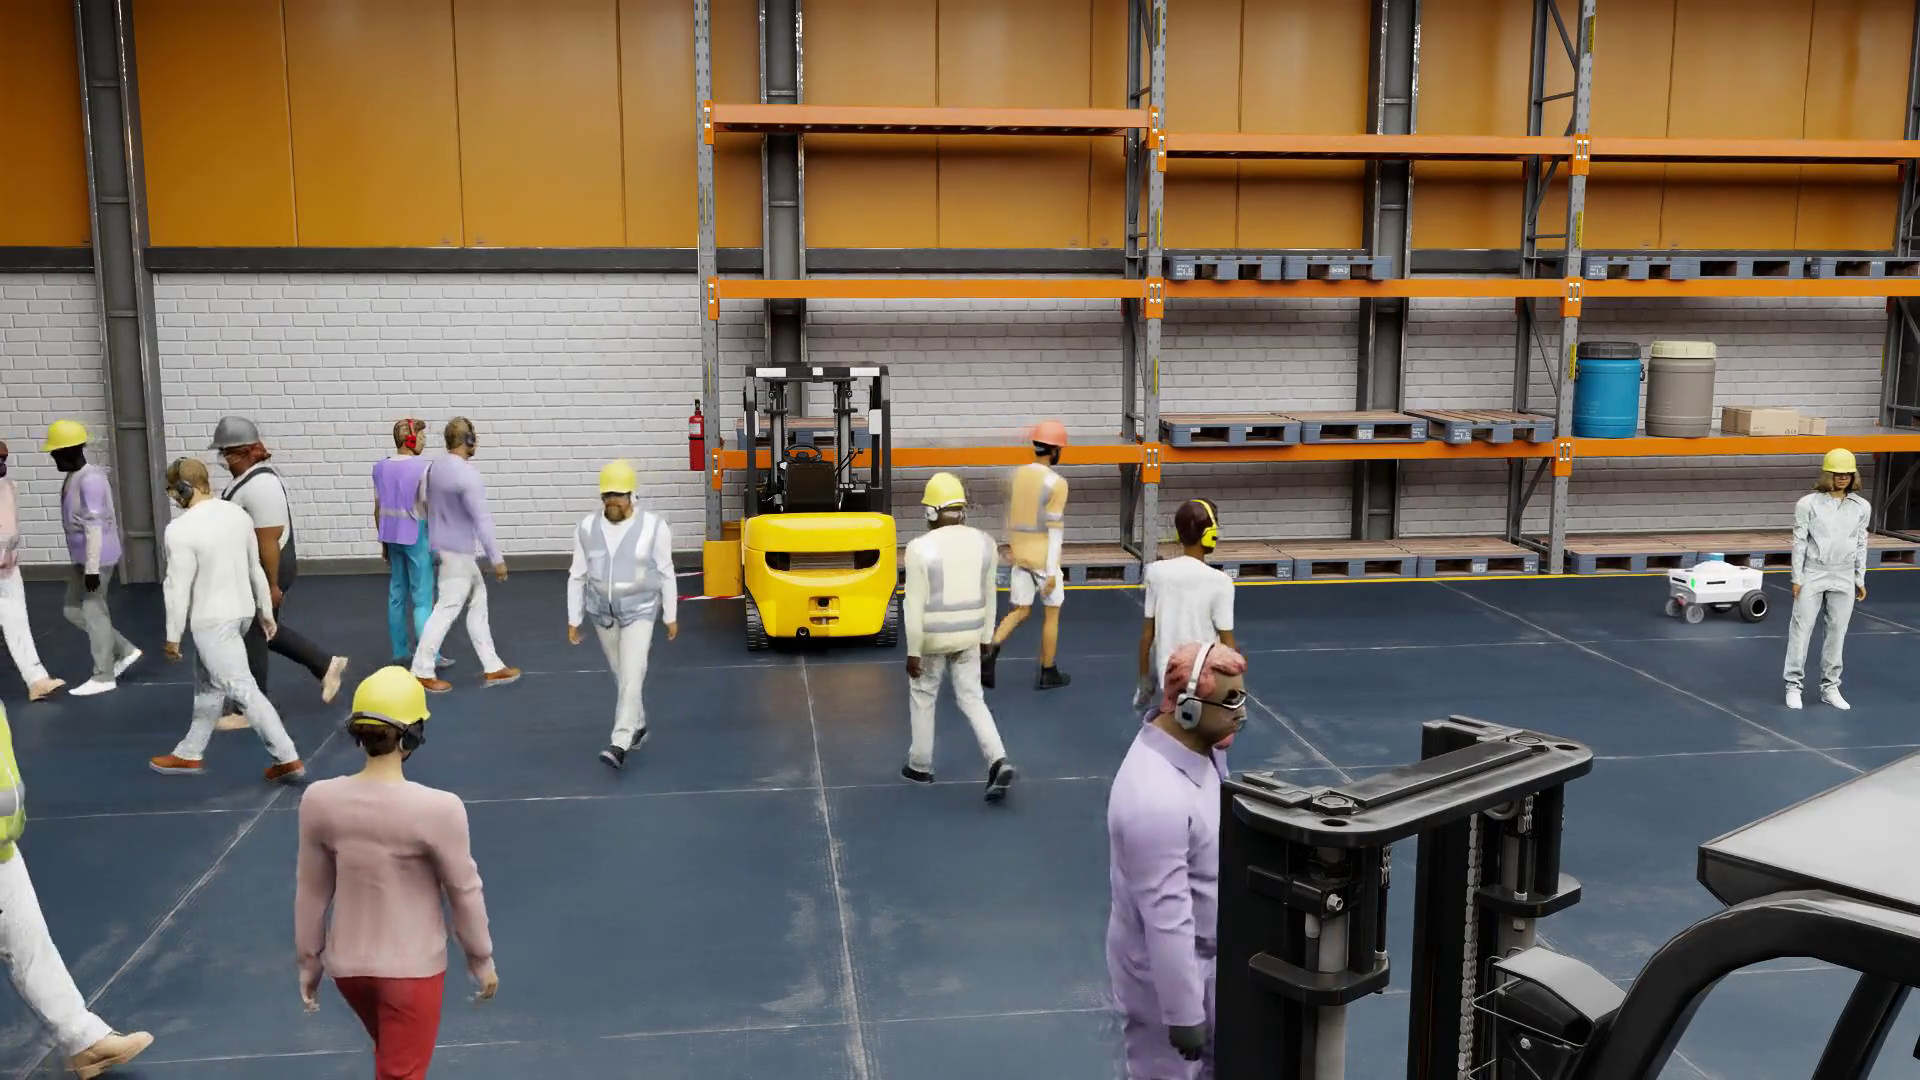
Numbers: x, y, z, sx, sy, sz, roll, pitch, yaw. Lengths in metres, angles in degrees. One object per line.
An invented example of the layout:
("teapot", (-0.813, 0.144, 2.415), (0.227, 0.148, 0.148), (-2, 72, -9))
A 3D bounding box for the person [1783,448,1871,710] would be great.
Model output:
("person", (5.754, 0.261, 11.014), (0.483, 1.745, 0.299), (1, 9, 5))

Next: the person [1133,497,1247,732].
("person", (1.089, 0.706, 8.007), (0.979, 1.828, 0.549), (-9, 13, -44))

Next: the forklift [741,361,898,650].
("forklift", (-1.154, -0.340, 13.365), (1.214, 2.155, 2.313), (-1, 9, -7))

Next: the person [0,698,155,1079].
("person", (-3.388, 1.083, 5.725), (0.975, 1.789, 0.643), (-1, 9, -5))

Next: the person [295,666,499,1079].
("person", (-1.637, 1.228, 4.947), (0.545, 1.741, 0.642), (3, 9, 16))

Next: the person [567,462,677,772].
("person", (-2.017, 0.437, 9.763), (0.621, 1.783, 0.932), (2, 9, 10))

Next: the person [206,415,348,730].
("person", (-4.412, 0.168, 10.670), (0.797, 2.000, 0.689), (-5, 10, -27))

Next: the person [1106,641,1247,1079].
("person", (0.654, 1.199, 4.731), (0.558, 1.878, 0.667), (3, 10, 17))

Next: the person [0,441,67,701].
("person", (-6.468, 0.220, 11.123), (0.963, 1.783, 0.639), (4, 10, 25))

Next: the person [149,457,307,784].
("person", (-4.162, 0.461, 9.387), (1.017, 1.876, 0.666), (2, 9, 9))

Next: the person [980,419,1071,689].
("person", (0.471, 0.125, 11.364), (0.547, 1.908, 0.738), (9, 12, 43))

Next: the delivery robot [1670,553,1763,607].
("delivery robot", (6.300, 0.350, 13.865), (0.707, 0.478, 0.477), (-2, 9, -12))

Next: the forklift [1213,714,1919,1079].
("forklift", (1.441, 1.425, 2.350), (1.214, 2.155, 2.313), (-7, 12, -39))

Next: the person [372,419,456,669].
("person", (-4.009, 0.041, 12.094), (0.563, 1.839, 0.393), (4, 10, 26))

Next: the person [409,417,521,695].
("person", (-3.509, 0.114, 11.478), (0.831, 1.890, 0.749), (-6, 11, -32))

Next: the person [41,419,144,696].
("person", (-5.977, 0.117, 11.401), (0.477, 1.904, 0.600), (-8, 12, -42))

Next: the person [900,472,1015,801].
("person", (-0.024, 0.534, 9.155), (0.603, 1.807, 0.821), (-6, 11, -31))
